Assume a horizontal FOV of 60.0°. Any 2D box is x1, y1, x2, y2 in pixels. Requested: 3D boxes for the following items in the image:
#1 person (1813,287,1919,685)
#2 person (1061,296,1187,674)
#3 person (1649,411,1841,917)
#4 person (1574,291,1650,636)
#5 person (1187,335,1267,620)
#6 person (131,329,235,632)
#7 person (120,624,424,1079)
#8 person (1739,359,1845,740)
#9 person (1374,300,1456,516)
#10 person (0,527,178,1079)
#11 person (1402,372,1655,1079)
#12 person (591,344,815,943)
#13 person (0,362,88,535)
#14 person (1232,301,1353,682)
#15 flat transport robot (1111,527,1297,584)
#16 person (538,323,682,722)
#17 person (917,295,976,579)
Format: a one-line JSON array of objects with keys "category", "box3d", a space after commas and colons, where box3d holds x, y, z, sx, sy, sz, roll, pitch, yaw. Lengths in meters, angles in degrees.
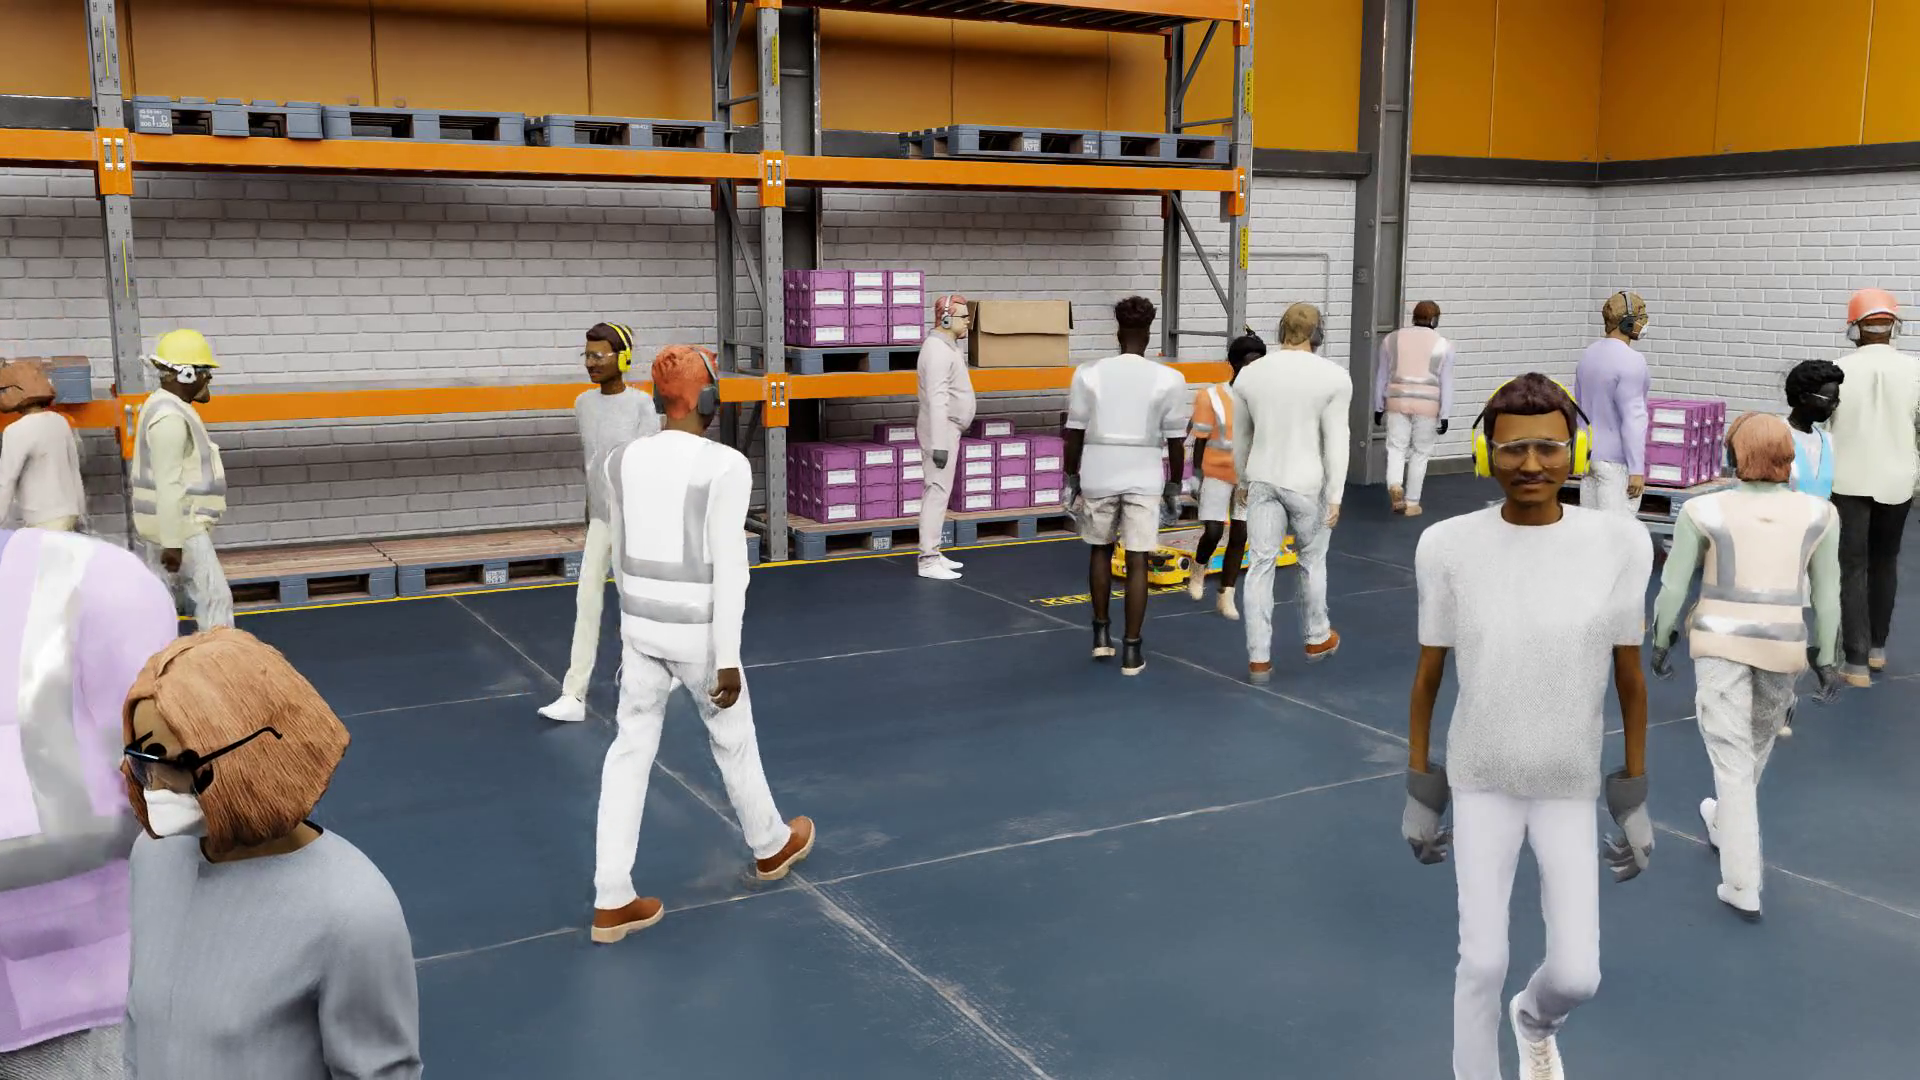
[{"category": "person", "box3d": [4.576, -0.286, 8.444, 0.635, 1.961, 0.802, 3, 10, 17]}, {"category": "person", "box3d": [0.854, -0.288, 8.613, 0.635, 1.923, 0.619, 2, 10, 11]}, {"category": "person", "box3d": [2.584, 0.371, 5.542, 0.543, 1.588, 0.845, 1, 9, 6]}, {"category": "person", "box3d": [3.689, -0.430, 9.408, 0.373, 1.940, 0.629, -1, 9, -7]}, {"category": "person", "box3d": [1.602, -0.378, 9.848, 0.544, 1.676, 0.440, -2, 9, -11]}, {"category": "person", "box3d": [-3.741, -0.081, 7.750, 0.820, 1.798, 0.590, -5, 11, -28]}, {"category": "person", "box3d": [-0.902, 0.911, 2.164, 0.499, 1.633, 0.283, 5, 11, 28]}, {"category": "person", "box3d": [3.603, 0.041, 7.297, 0.551, 1.676, 0.364, -5, 10, -26]}, {"category": "person", "box3d": [3.707, -1.064, 13.670, 0.655, 1.812, 0.671, 5, 10, 27]}, {"category": "person", "box3d": [-1.416, 0.684, 2.493, 0.743, 1.988, 0.429, 0, 9, 1]}, {"category": "person", "box3d": [1.263, 0.546, 3.716, 0.542, 1.854, 0.527, 2, 10, 14]}, {"category": "person", "box3d": [-0.870, 0.296, 5.330, 0.600, 1.822, 0.994, 5, 11, 28]}, {"category": "person", "box3d": [-4.661, -0.084, 8.312, 0.814, 1.587, 0.512, -1, 9, -4]}, {"category": "person", "box3d": [1.698, -0.263, 8.525, 0.658, 1.885, 0.965, 5, 11, 28]}, {"category": "flat transport robot", "box3d": [1.642, 0.085, 11.342, 1.431, 0.197, 0.652, -7, 12, -37]}, {"category": "person", "box3d": [-1.593, -0.093, 7.719, 0.543, 1.823, 1.003, 4, 10, 25]}, {"category": "person", "box3d": [-0.095, -0.688, 11.144, 0.405, 1.895, 0.662, 0, 9, 2]}]
